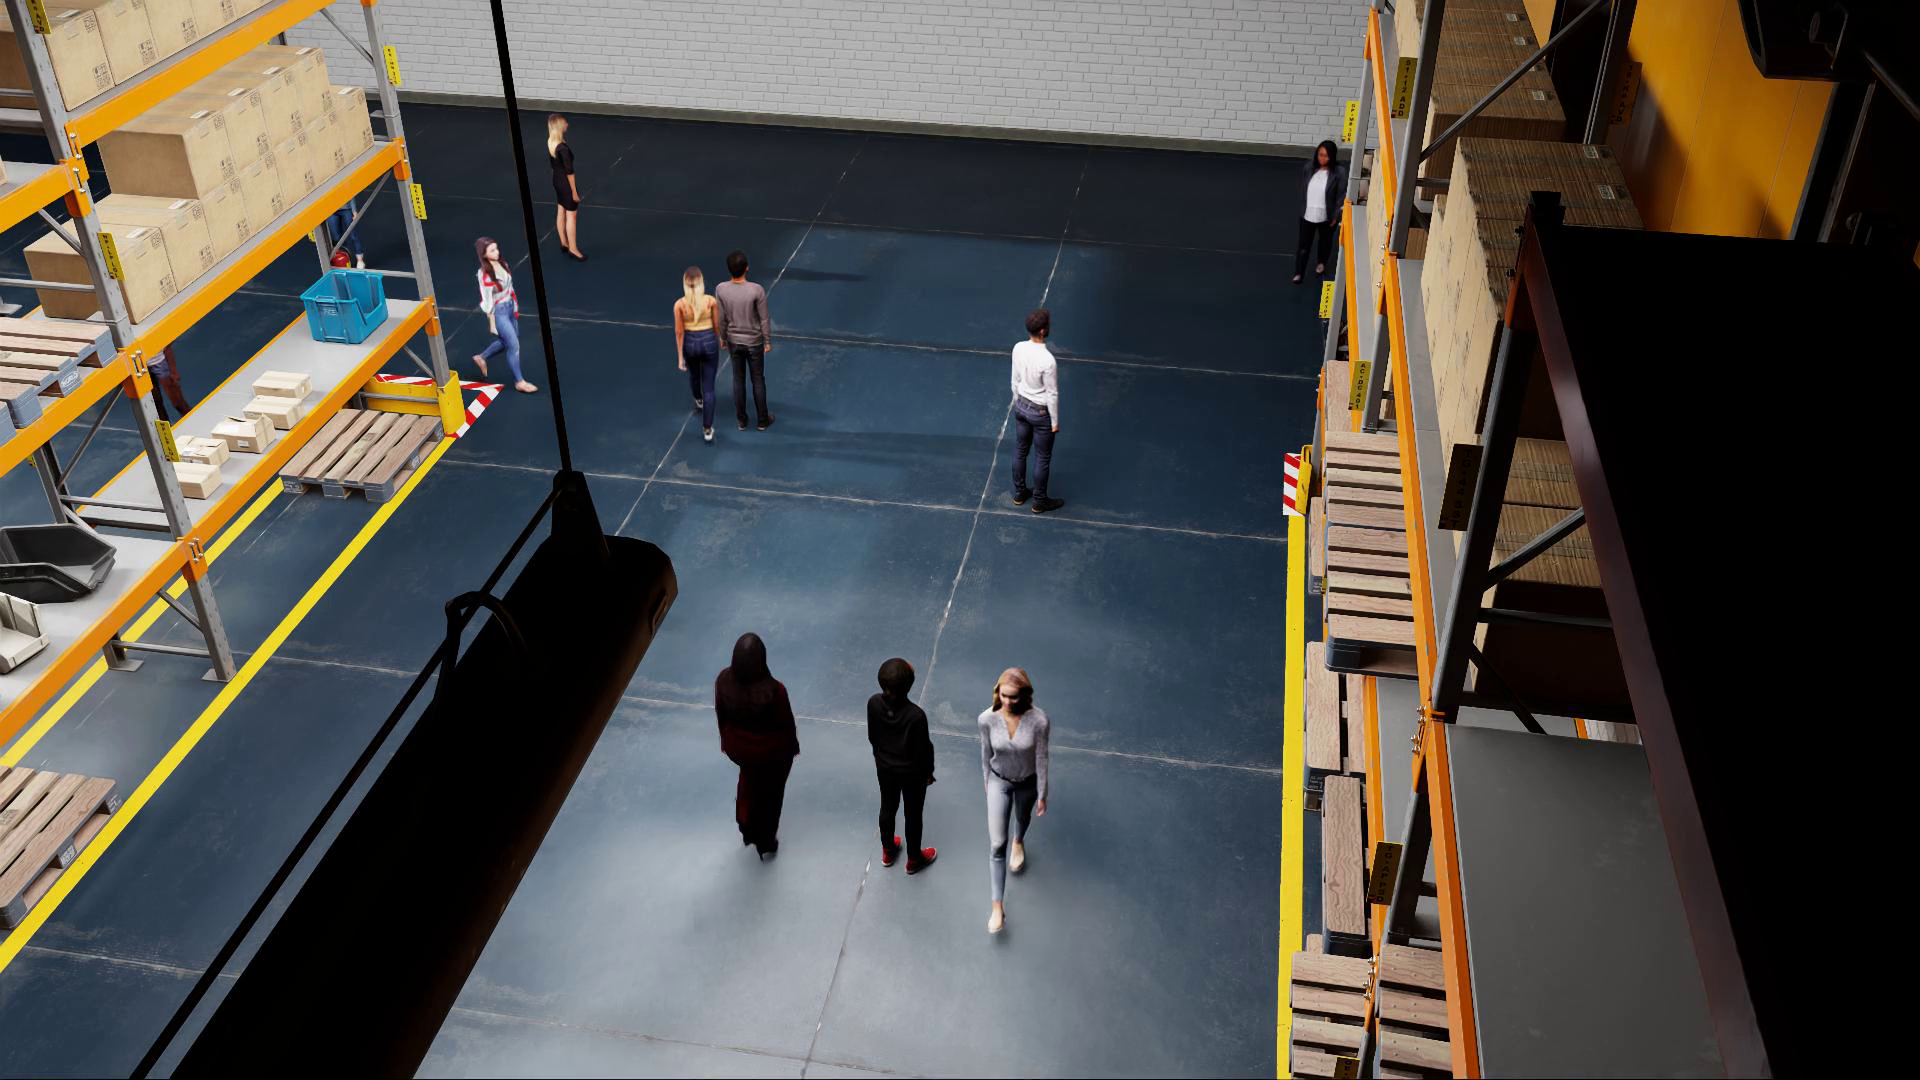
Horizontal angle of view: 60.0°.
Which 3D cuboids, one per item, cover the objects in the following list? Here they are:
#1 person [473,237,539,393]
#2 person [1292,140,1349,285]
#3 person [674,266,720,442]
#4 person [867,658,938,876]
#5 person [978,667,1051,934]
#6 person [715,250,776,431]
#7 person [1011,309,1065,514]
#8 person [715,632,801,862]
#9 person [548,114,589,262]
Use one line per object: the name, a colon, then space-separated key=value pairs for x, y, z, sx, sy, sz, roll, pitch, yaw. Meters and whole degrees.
person: x=-4.475 y=-2.175 z=16.010 sx=0.713 sy=1.594 sz=0.880 roll=10 pitch=35 yaw=14
person: x=3.961 y=-3.582 z=18.169 sx=0.830 sy=1.549 sz=1.136 roll=13 pitch=36 yaw=19
person: x=-2.365 y=-1.678 z=15.275 sx=0.790 sy=1.581 sz=1.155 roll=-5 pitch=34 yaw=-7
person: x=-0.370 y=1.427 z=10.519 sx=0.654 sy=1.675 sz=0.637 roll=15 pitch=37 yaw=22
person: x=0.360 y=1.481 z=10.373 sx=0.641 sy=1.746 sz=1.154 roll=4 pitch=34 yaw=5
person: x=-1.992 y=-1.830 z=15.335 sx=0.525 sy=1.768 sz=0.641 roll=6 pitch=34 yaw=8
person: x=0.633 y=-1.102 z=14.148 sx=0.752 sy=1.868 sz=0.719 roll=-29 pitch=43 yaw=-36
person: x=-1.316 y=1.371 z=10.534 sx=0.751 sy=1.751 sz=0.779 roll=15 pitch=36 yaw=21
person: x=-4.422 y=-3.947 z=18.603 sx=0.671 sy=1.675 sz=0.615 roll=-22 pitch=39 yaw=-29
